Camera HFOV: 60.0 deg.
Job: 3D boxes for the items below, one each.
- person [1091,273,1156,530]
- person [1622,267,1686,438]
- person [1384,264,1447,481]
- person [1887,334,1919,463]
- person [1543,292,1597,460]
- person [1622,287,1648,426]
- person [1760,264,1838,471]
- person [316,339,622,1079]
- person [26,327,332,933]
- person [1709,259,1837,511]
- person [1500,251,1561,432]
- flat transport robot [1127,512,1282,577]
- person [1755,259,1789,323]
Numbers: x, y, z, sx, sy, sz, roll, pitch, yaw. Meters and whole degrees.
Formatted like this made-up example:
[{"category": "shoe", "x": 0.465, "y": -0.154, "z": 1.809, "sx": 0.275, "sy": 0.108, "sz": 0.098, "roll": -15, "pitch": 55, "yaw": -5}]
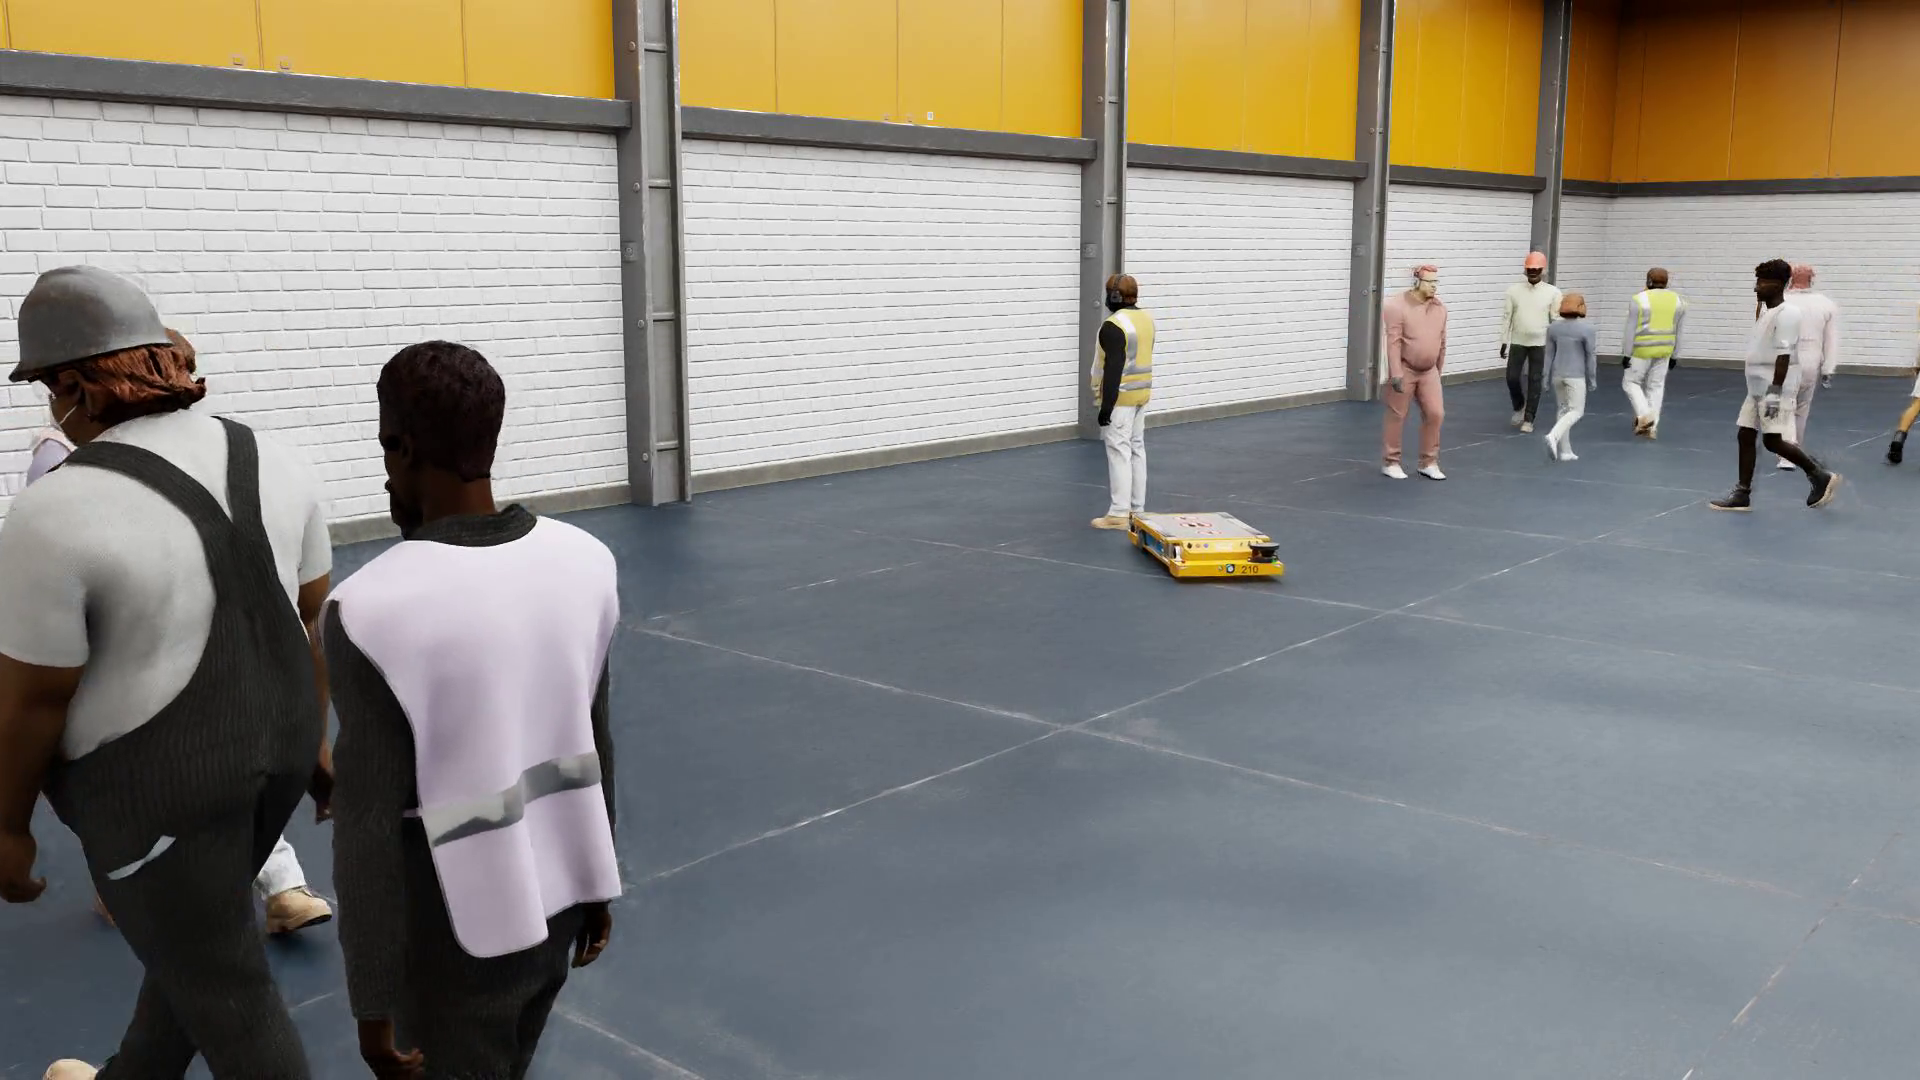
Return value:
[{"category": "person", "x": 1.163, "y": -0.998, "z": 12.033, "sx": 0.429, "sy": 1.841, "sz": 0.633, "roll": 6, "pitch": 12, "yaw": 31}, {"category": "person", "x": 7.348, "y": -1.983, "z": 17.685, "sx": 0.647, "sy": 1.825, "sz": 0.443, "roll": -1, "pitch": 10, "yaw": -6}, {"category": "person", "x": 3.992, "y": -1.442, "z": 14.459, "sx": 0.680, "sy": 1.881, "sz": 0.708, "roll": -3, "pitch": 10, "yaw": -18}, {"category": "person", "x": 9.104, "y": -1.630, "z": 15.504, "sx": 0.898, "sy": 1.883, "sz": 0.646, "roll": -5, "pitch": 11, "yaw": -26}, {"category": "person", "x": 5.706, "y": -1.529, "z": 15.675, "sx": 0.629, "sy": 1.615, "sz": 0.499, "roll": -8, "pitch": 13, "yaw": -37}, {"category": "person", "x": 7.667, "y": -2.033, "z": 18.536, "sx": 0.524, "sy": 1.619, "sz": 0.588, "roll": 3, "pitch": 10, "yaw": 14}, {"category": "person", "x": 7.685, "y": -1.602, "z": 15.406, "sx": 0.656, "sy": 1.864, "sz": 0.954, "roll": 1, "pitch": 10, "yaw": 8}, {"category": "person", "x": -0.721, "y": 0.620, "z": 2.727, "sx": 0.753, "sy": 1.886, "sz": 0.598, "roll": 5, "pitch": 11, "yaw": 27}, {"category": "person", "x": -2.264, "y": 0.298, "z": 4.785, "sx": 0.925, "sy": 1.801, "sz": 0.648, "roll": 8, "pitch": 13, "yaw": 38}, {"category": "person", "x": 6.252, "y": -1.161, "z": 12.662, "sx": 0.794, "sy": 1.944, "sz": 0.611, "roll": 1, "pitch": 10, "yaw": 6}, {"category": "person", "x": 6.290, "y": -2.182, "z": 18.357, "sx": 0.638, "sy": 1.984, "sz": 0.441, "roll": 5, "pitch": 11, "yaw": 26}, {"category": "flat transport robot", "x": 1.555, "y": 0.009, "z": 10.766, "sx": 0.652, "sy": 0.197, "sz": 1.431, "roll": -1, "pitch": 10, "yaw": -7}, {"category": "person", "x": 11.748, "y": -3.115, "z": 24.002, "sx": 0.526, "sy": 1.871, "sz": 0.324, "roll": 5, "pitch": 11, "yaw": 25}]
